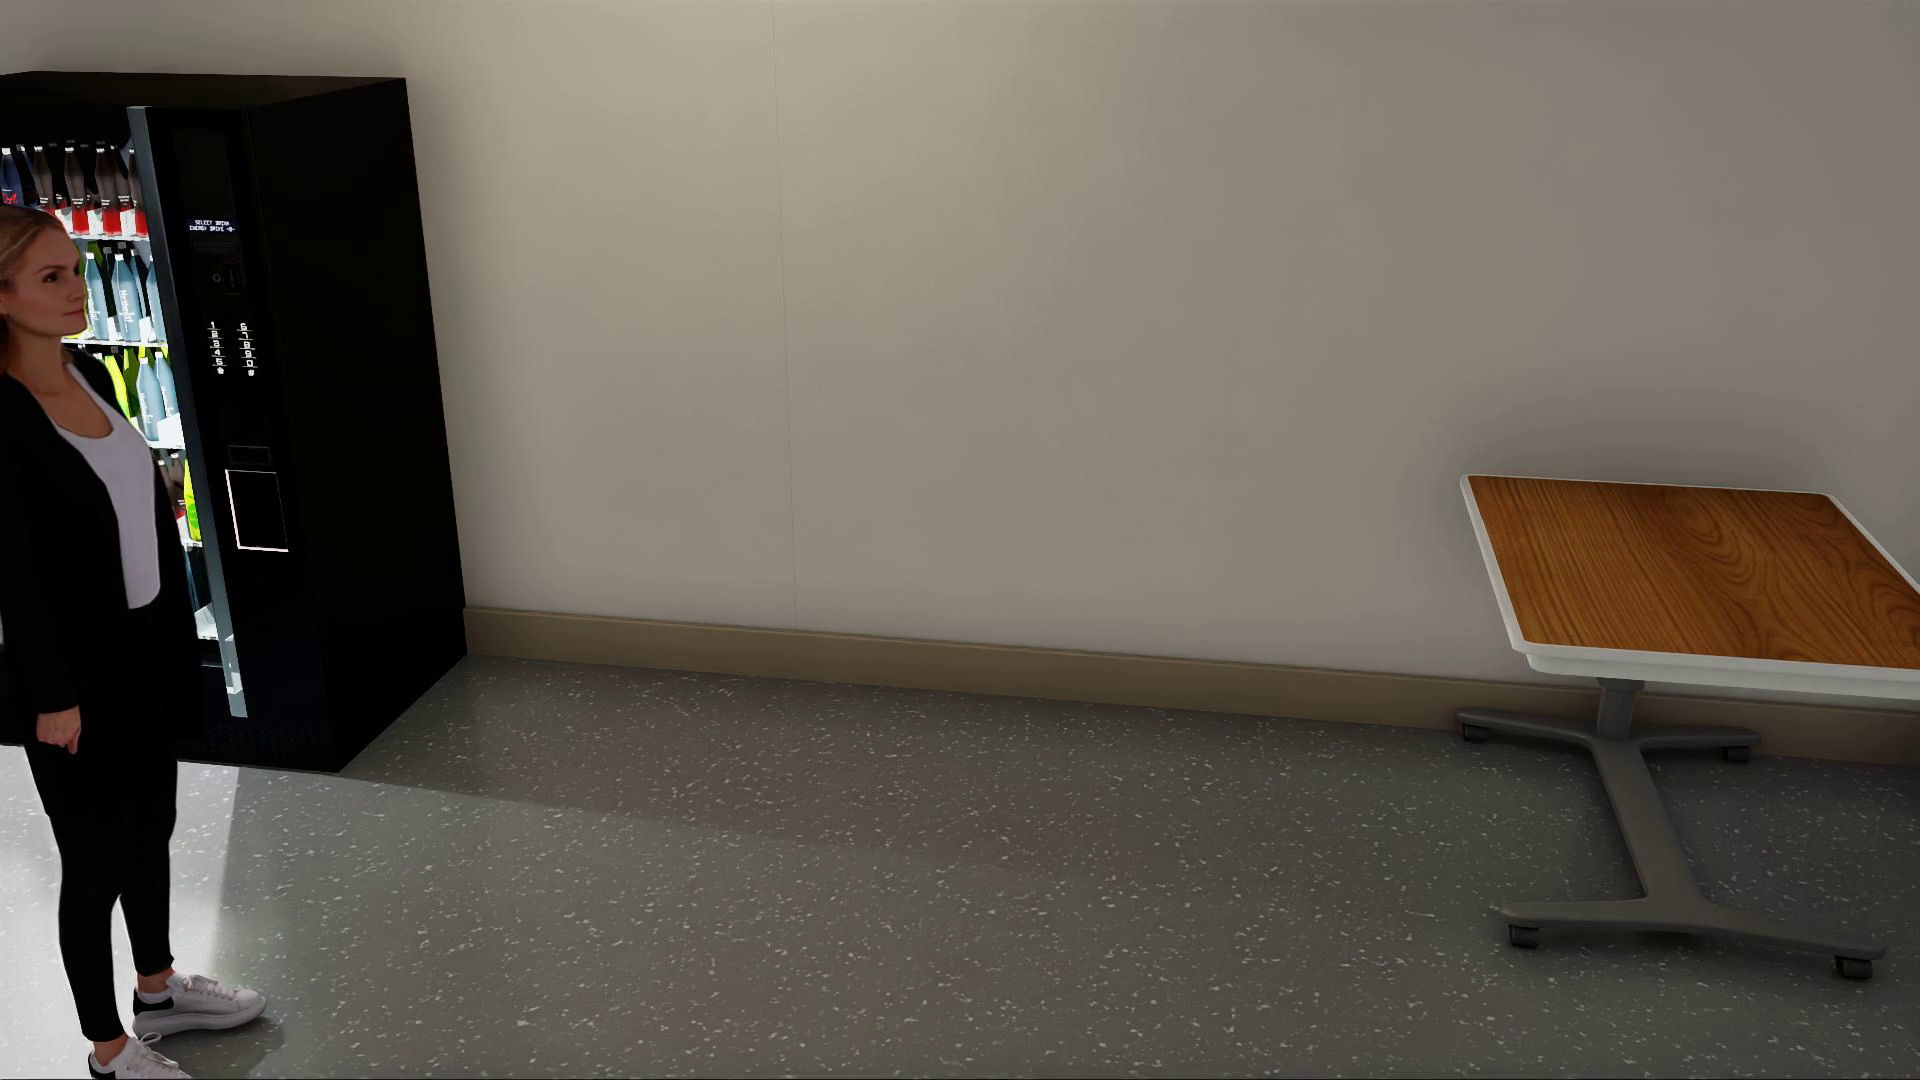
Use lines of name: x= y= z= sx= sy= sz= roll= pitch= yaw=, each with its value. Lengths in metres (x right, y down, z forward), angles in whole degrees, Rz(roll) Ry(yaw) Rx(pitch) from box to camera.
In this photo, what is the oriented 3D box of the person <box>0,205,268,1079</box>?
person: x=-1.672 y=0.259 z=3.217 sx=0.563 sy=1.801 sz=0.642 roll=0 pitch=21 yaw=0
